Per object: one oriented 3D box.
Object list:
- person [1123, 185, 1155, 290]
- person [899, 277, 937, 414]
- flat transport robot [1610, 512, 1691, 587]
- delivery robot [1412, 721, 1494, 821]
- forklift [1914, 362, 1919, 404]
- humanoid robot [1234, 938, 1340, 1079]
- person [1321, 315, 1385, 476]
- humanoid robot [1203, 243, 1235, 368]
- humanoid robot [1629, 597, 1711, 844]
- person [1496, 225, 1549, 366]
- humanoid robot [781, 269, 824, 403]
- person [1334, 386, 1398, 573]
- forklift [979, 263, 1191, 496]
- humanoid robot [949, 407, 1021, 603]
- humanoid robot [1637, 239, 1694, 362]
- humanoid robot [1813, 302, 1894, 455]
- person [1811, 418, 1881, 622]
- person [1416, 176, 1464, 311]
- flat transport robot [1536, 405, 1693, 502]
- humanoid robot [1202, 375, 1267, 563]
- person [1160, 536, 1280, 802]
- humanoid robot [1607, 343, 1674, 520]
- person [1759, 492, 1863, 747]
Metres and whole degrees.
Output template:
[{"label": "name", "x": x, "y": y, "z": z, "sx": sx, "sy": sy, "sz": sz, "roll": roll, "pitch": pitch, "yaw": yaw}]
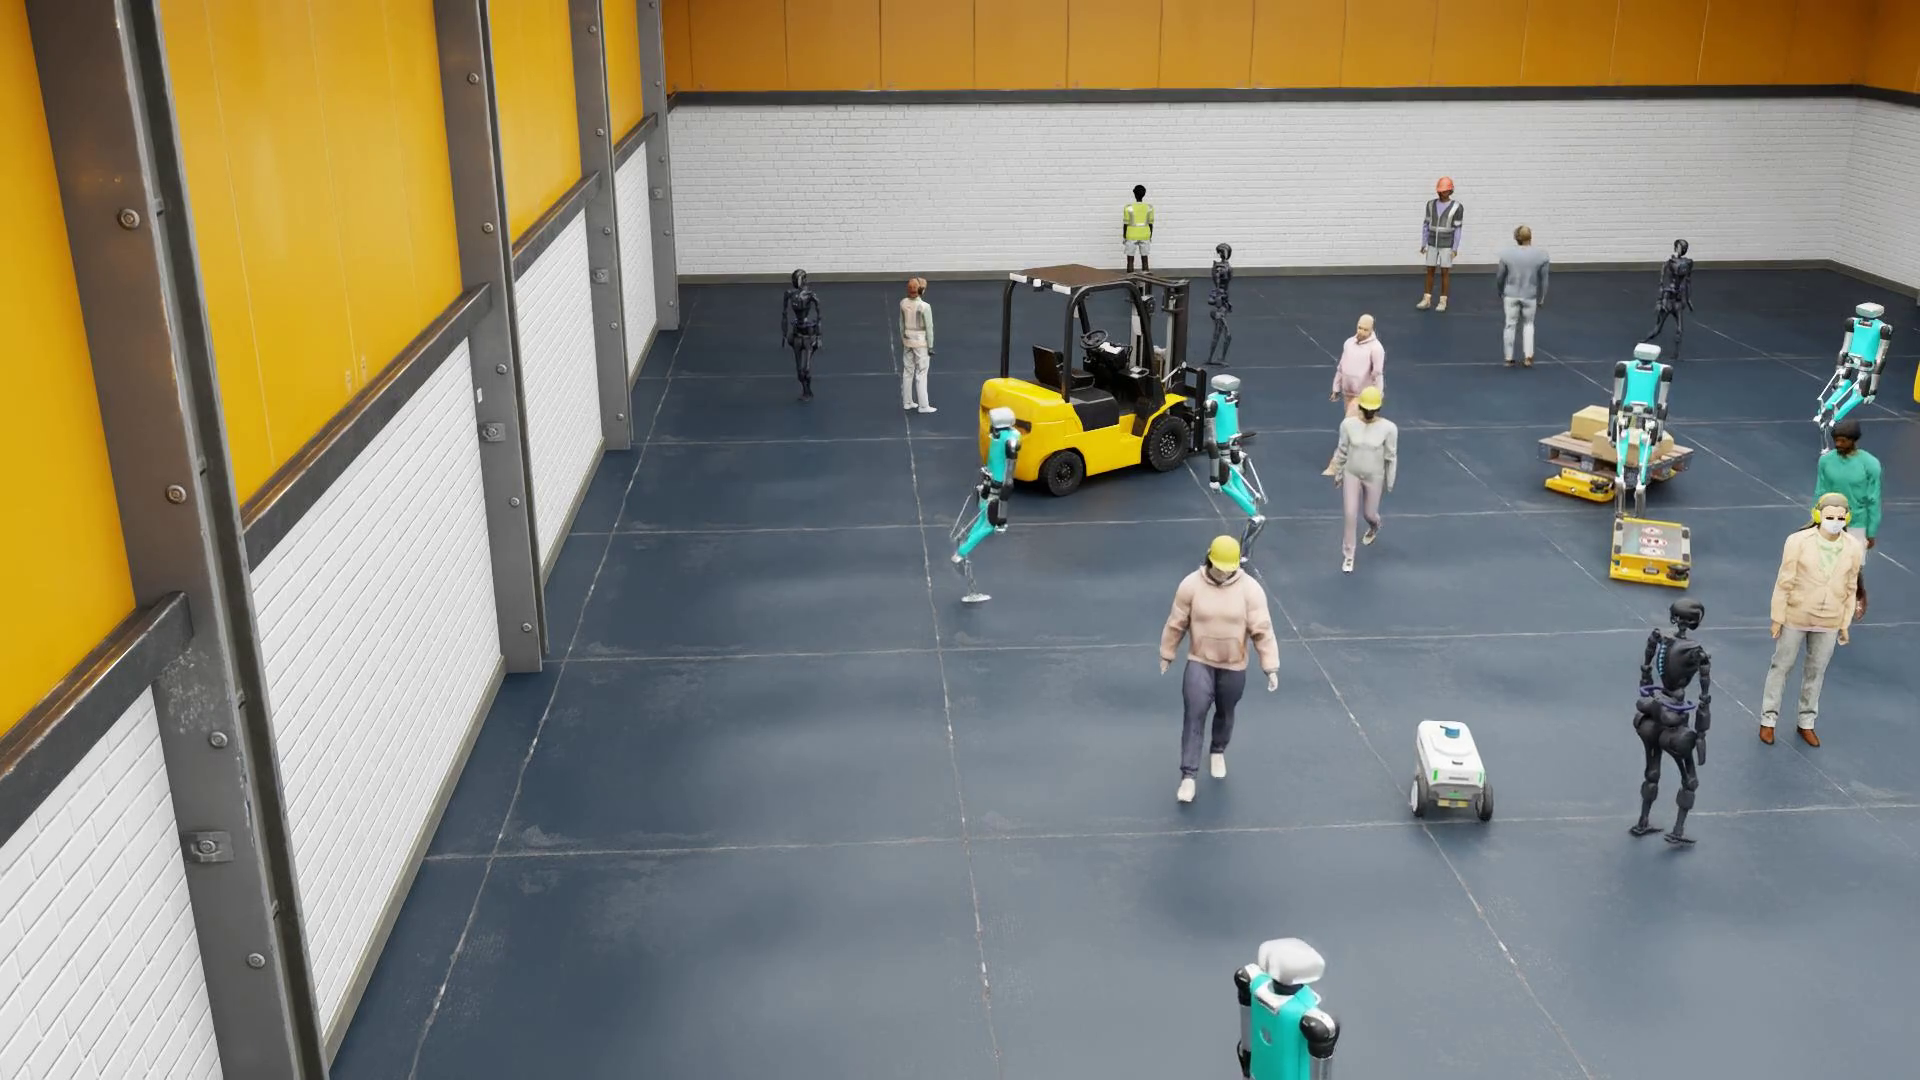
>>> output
[{"label": "person", "x": 2.878, "y": -4.882, "z": 26.865, "sx": 0.529, "sy": 1.688, "sz": 0.322, "roll": -3, "pitch": 20, "yaw": -9}, {"label": "person", "x": -0.518, "y": -2.338, "z": 20.005, "sx": 0.521, "sy": 1.639, "sz": 0.304, "roll": 18, "pitch": 27, "yaw": 40}, {"label": "flat transport robot", "x": 6.388, "y": 0.088, "z": 15.388, "sx": 0.659, "sy": 0.231, "sz": 1.431, "roll": 8, "pitch": 22, "yaw": 20}, {"label": "delivery robot", "x": 3.263, "y": 1.521, "z": 11.094, "sx": 0.499, "sy": 0.612, "sz": 0.816, "roll": 2, "pitch": 20, "yaw": 6}, {"label": "forklift", "x": 12.602, "y": -2.435, "z": 19.475, "sx": 2.313, "sy": 2.155, "sz": 1.214, "roll": -1, "pitch": 20, "yaw": -4}, {"label": "humanoid robot", "x": 1.447, "y": 2.430, "z": 6.900, "sx": 0.841, "sy": 1.796, "sz": 0.565, "roll": -12, "pitch": 23, "yaw": -29}, {"label": "person", "x": 4.277, "y": -1.564, "z": 17.769, "sx": 0.860, "sy": 1.748, "sz": 0.565, "roll": -12, "pitch": 23, "yaw": -29}, {"label": "humanoid robot", "x": 3.492, "y": -3.119, "z": 22.088, "sx": 0.458, "sy": 1.650, "sz": 0.611, "roll": 7, "pitch": 21, "yaw": 19}, {"label": "humanoid robot", "x": 4.488, "y": 1.127, "z": 10.508, "sx": 0.345, "sy": 1.656, "sz": 0.584, "roll": -8, "pitch": 22, "yaw": -21}, {"label": "person", "x": 7.429, "y": -3.234, "z": 22.057, "sx": 0.663, "sy": 1.912, "sz": 0.525, "roll": 4, "pitch": 21, "yaw": 12}, {"label": "humanoid robot", "x": -1.932, "y": -2.517, "z": 20.441, "sx": 0.610, "sy": 1.639, "sz": 0.397, "roll": 10, "pitch": 22, "yaw": 25}, {"label": "person", "x": 3.701, "y": -0.608, "z": 15.153, "sx": 0.537, "sy": 1.738, "sz": 0.677, "roll": 7, "pitch": 21, "yaw": 19}, {"label": "forklift", "x": 1.315, "y": -1.764, "z": 17.646, "sx": 2.313, "sy": 2.155, "sz": 1.214, "roll": -14, "pitch": 24, "yaw": -33}, {"label": "humanoid robot", "x": 0.144, "y": -0.226, "z": 14.186, "sx": 0.712, "sy": 1.815, "sz": 0.591, "roll": -4, "pitch": 21, "yaw": -12}, {"label": "humanoid robot", "x": 9.640, "y": -3.280, "z": 22.575, "sx": 0.608, "sy": 1.639, "sz": 0.734, "roll": -8, "pitch": 22, "yaw": -21}, {"label": "humanoid robot", "x": 9.523, "y": -1.693, "z": 17.914, "sx": 0.735, "sy": 1.677, "sz": 0.533, "roll": -9, "pitch": 22, "yaw": -24}, {"label": "person", "x": 7.305, "y": -0.128, "z": 13.728, "sx": 0.560, "sy": 1.819, "sz": 0.542, "roll": -16, "pitch": 25, "yaw": -37}, {"label": "person", "x": 7.305, "y": -4.509, "z": 25.347, "sx": 0.613, "sy": 2.038, "sz": 0.393, "roll": 16, "pitch": 26, "yaw": 37}, {"label": "flat transport robot", "x": 6.864, "y": -0.697, "z": 17.526, "sx": 1.431, "sy": 0.231, "sz": 0.659, "roll": -15, "pitch": 25, "yaw": -36}, {"label": "humanoid robot", "x": 2.573, "y": -0.561, "z": 15.127, "sx": 0.773, "sy": 1.836, "sz": 0.542, "roll": 14, "pitch": 25, "yaw": 34}, {"label": "person", "x": 1.720, "y": 0.850, "z": 11.065, "sx": 0.780, "sy": 1.820, "sz": 0.886, "roll": 3, "pitch": 20, "yaw": 7}, {"label": "humanoid robot", "x": 6.542, "y": -0.949, "z": 16.143, "sx": 0.534, "sy": 1.842, "sz": 0.681, "roll": 8, "pitch": 22, "yaw": 21}, {"label": "person", "x": 6.028, "y": 0.551, "z": 11.798, "sx": 0.549, "sy": 1.877, "sz": 0.413, "roll": 3, "pitch": 20, "yaw": 9}]
